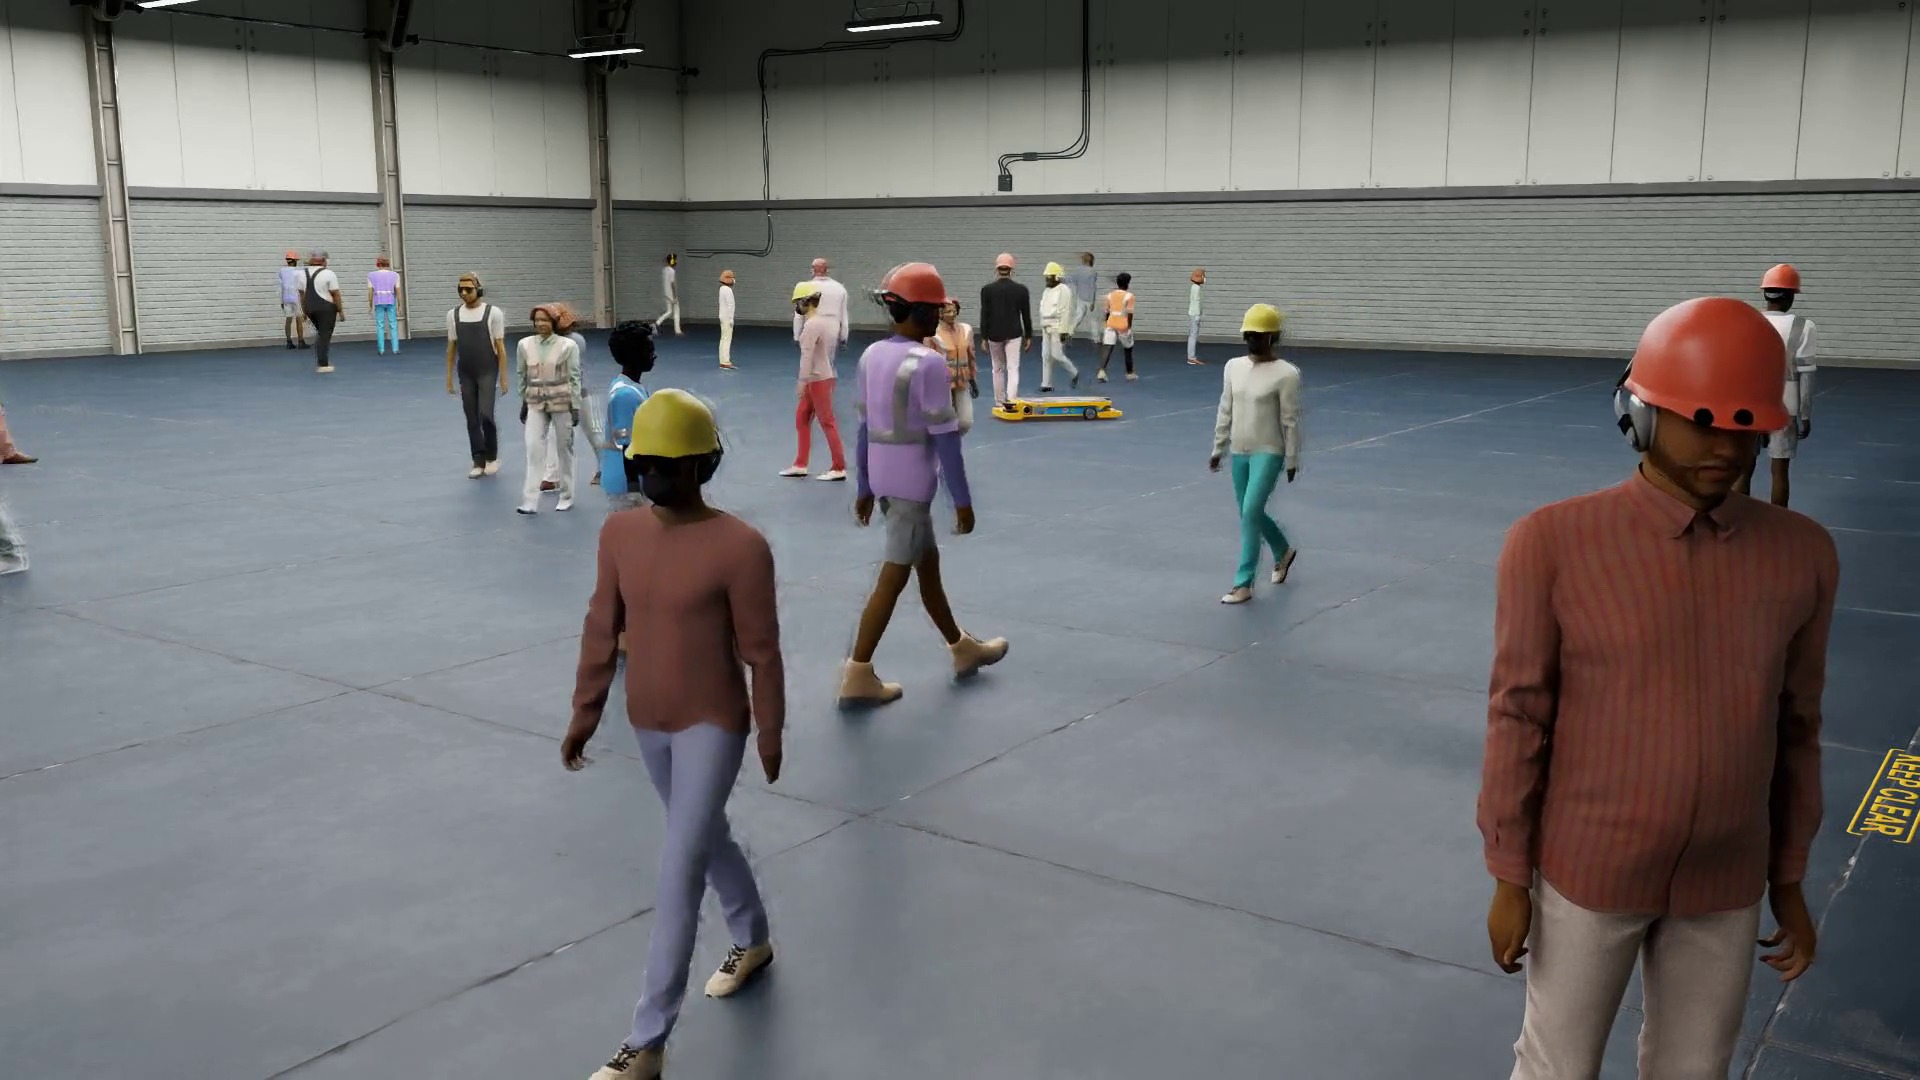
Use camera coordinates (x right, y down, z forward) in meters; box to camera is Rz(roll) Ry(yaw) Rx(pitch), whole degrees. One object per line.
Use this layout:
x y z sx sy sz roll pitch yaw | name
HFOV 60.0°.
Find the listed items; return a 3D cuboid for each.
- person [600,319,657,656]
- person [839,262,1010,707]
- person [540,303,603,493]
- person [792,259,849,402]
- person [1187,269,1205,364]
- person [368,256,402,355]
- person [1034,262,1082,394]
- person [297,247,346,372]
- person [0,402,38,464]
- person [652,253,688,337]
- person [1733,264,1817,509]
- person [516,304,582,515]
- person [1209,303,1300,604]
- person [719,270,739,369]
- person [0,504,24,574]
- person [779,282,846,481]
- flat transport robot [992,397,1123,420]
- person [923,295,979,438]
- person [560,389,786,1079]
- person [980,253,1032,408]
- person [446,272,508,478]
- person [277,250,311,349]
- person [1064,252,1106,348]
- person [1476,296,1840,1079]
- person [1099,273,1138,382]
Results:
-1.660 -0.267 8.447 0.321 1.696 0.537 -2 10 -9 | person
-0.167 -0.263 7.621 1.021 1.984 0.625 -6 12 -29 | person
-3.301 -1.214 14.074 0.494 1.579 0.877 6 12 31 | person
-1.776 -2.539 20.666 0.672 1.867 0.905 -6 12 -30 | person
4.089 -3.861 28.756 0.282 1.633 0.501 0 10 3 | person
-10.705 -4.360 30.960 0.614 1.843 0.398 -4 11 -21 | person
1.339 -2.926 22.993 0.594 1.820 0.606 -6 12 -29 | person
-10.262 -3.741 26.943 0.697 2.000 0.676 4 11 23 | person
-9.289 -1.591 15.436 1.033 1.858 0.628 -3 11 -16 | person
-6.461 -5.438 36.968 0.710 1.852 0.528 -7 12 -34 | person
5.494 -0.893 11.289 0.551 1.932 0.377 8 13 38 | person
-3.157 -0.983 12.679 0.545 1.602 0.782 1 10 6 | person
1.792 -0.530 9.814 0.809 1.735 0.525 -8 13 -39 | person
-3.849 -3.646 27.553 0.266 1.631 0.507 -4 11 -22 | person
-6.249 -0.601 10.260 0.741 1.704 0.506 -8 13 -37 | person
-1.328 -1.380 14.561 0.728 1.724 0.653 0 10 2 | person
1.153 -1.574 19.760 1.431 0.197 0.652 -2 10 -12 | flat transport robot
-0.112 -1.368 14.812 0.527 1.621 0.454 -6 12 -32 | person
-0.721 0.468 4.283 0.528 1.716 0.925 6 12 31 | person
0.558 -2.485 20.145 0.630 1.964 0.917 0 10 1 | person
-4.271 -1.441 14.656 0.535 1.826 0.427 1 10 6 | person
-13.117 -4.725 32.753 0.552 1.932 0.377 2 10 8 | person
2.471 -4.773 33.130 0.990 1.903 0.642 -7 12 -34 | person
1.211 0.576 2.910 0.608 1.989 0.386 -1 10 -4 | person
2.372 -3.185 24.953 0.539 1.644 0.916 8 13 37 | person
